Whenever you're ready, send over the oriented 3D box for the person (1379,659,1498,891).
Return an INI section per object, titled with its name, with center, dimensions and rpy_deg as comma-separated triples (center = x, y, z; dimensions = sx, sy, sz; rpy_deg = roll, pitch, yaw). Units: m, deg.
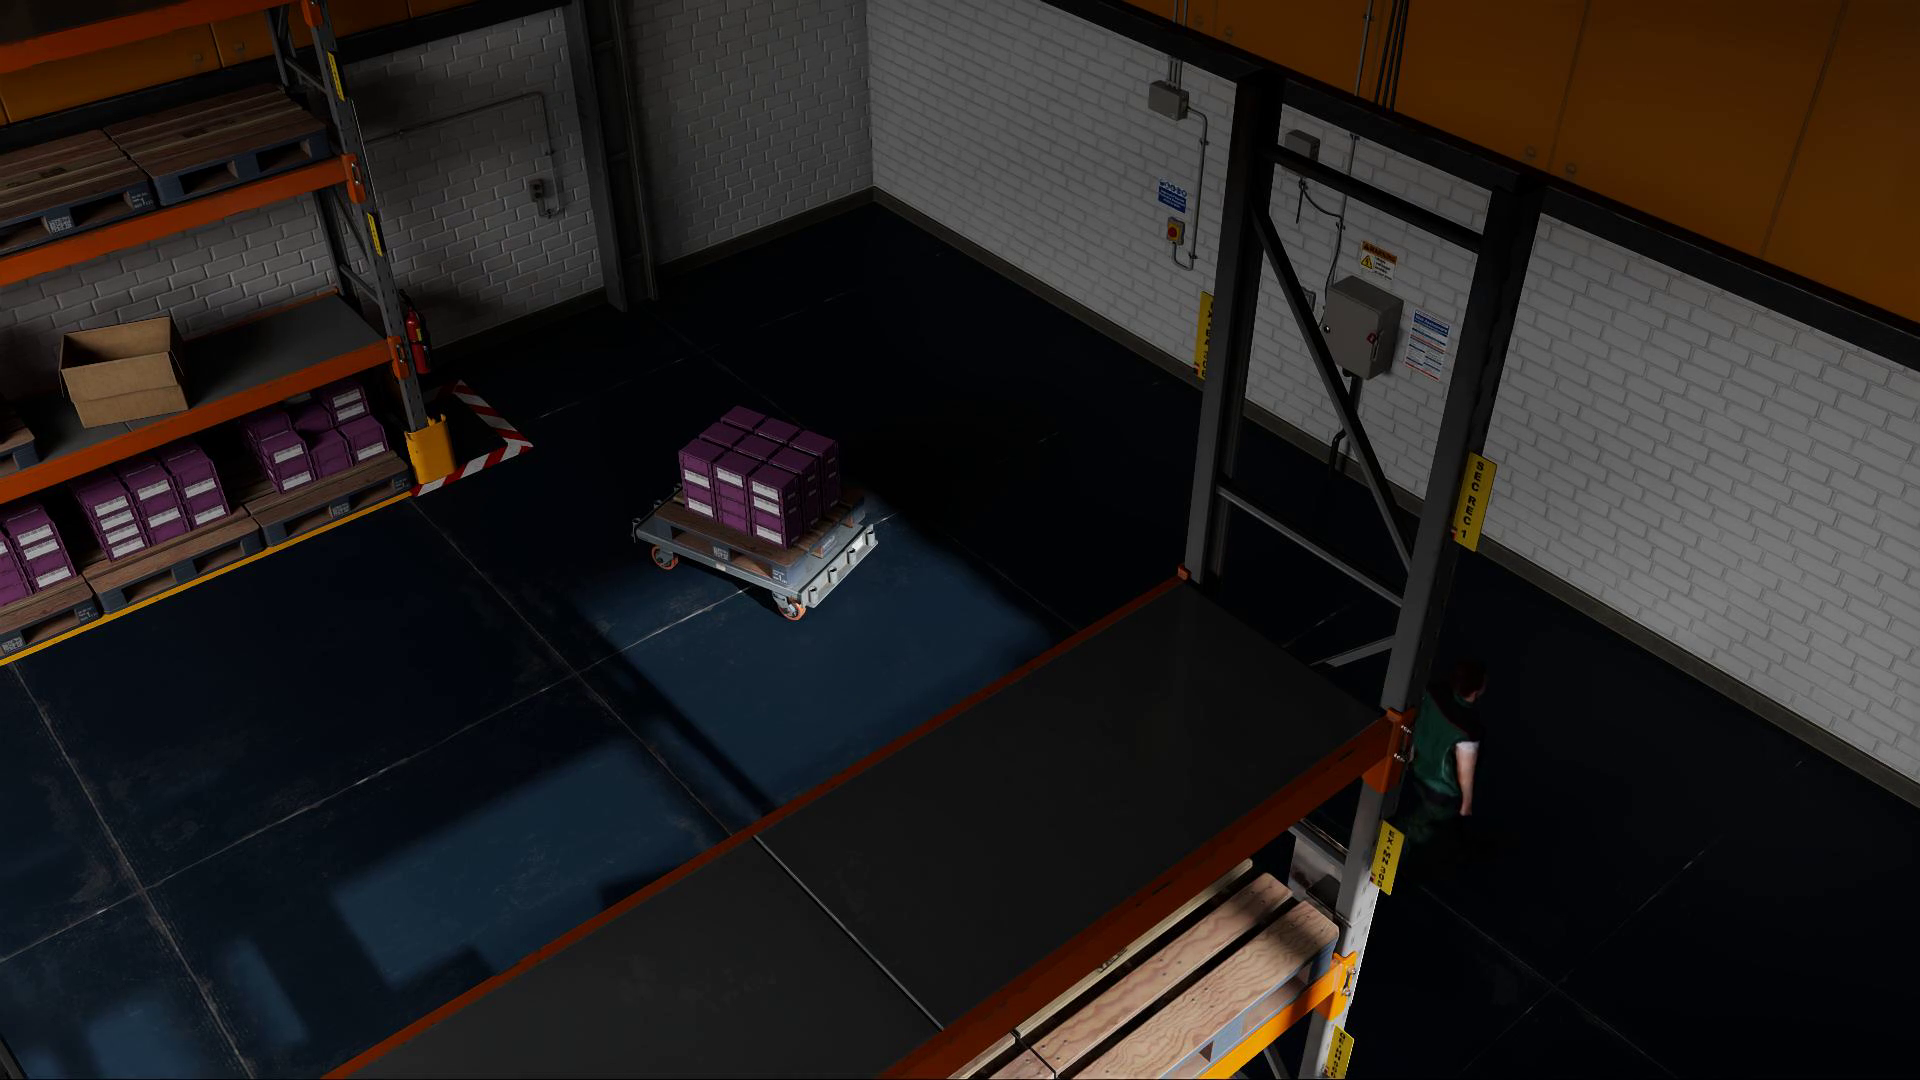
[person]
center = 2.713, 1.413, 9.619
dimensions = 1.251, 1.795, 0.996
rpy_deg = -9, 39, -11
